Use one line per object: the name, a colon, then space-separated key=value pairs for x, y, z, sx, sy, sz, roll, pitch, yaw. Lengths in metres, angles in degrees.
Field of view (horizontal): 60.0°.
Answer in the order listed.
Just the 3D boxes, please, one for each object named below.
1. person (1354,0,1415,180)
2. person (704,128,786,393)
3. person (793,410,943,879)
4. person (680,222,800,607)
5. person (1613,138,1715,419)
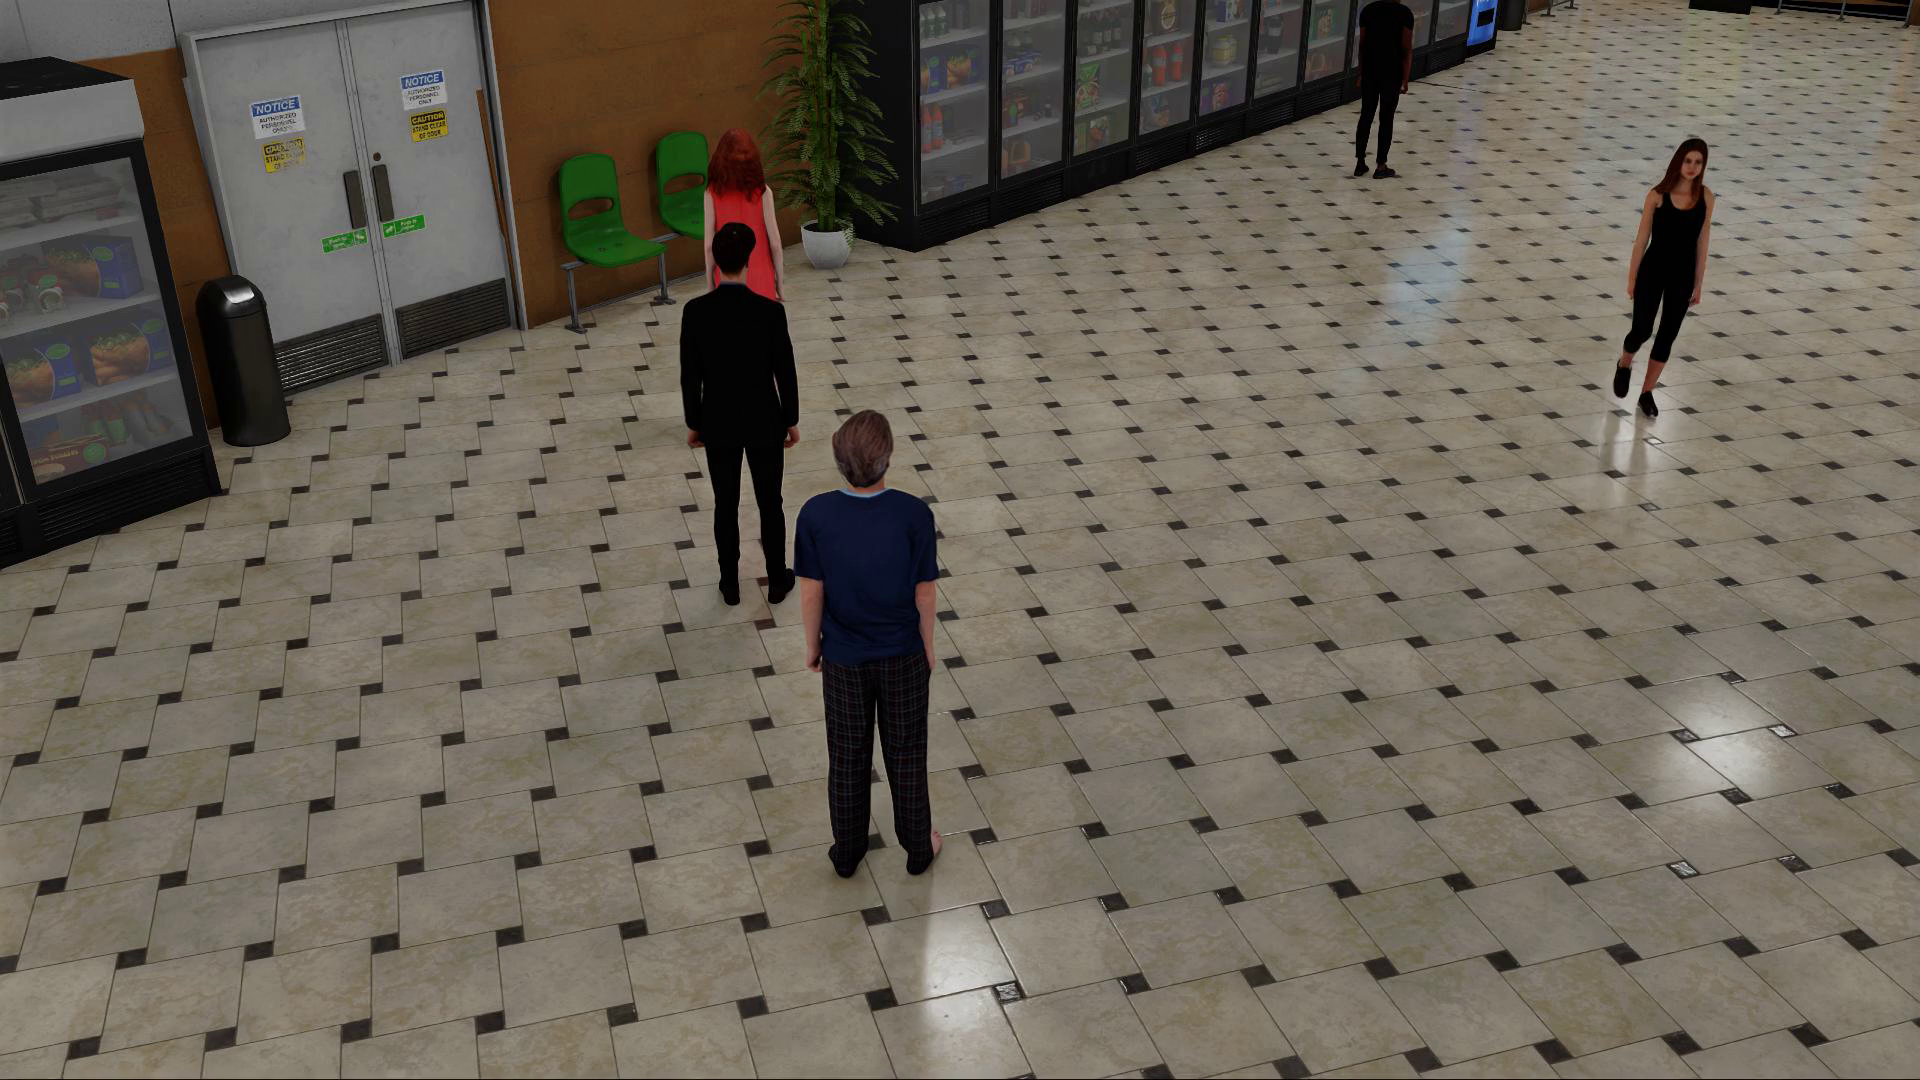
person: x=3.857 y=-4.247 z=15.227 sx=0.484 sy=1.819 sz=0.731 roll=19 pitch=32 yaw=32
person: x=-1.274 y=-1.511 z=9.822 sx=0.653 sy=1.827 sz=0.736 roll=0 pitch=27 yaw=1
person: x=-0.310 y=0.403 z=5.999 sx=0.706 sy=1.871 sz=0.794 roll=1 pitch=27 yaw=1
person: x=-1.037 y=-0.572 z=7.899 sx=0.772 sy=1.892 sz=0.844 roll=-1 pitch=27 yaw=-2
person: x=4.297 y=-1.617 z=10.155 sx=0.751 sy=1.715 sz=0.798 roll=4 pitch=27 yaw=7
